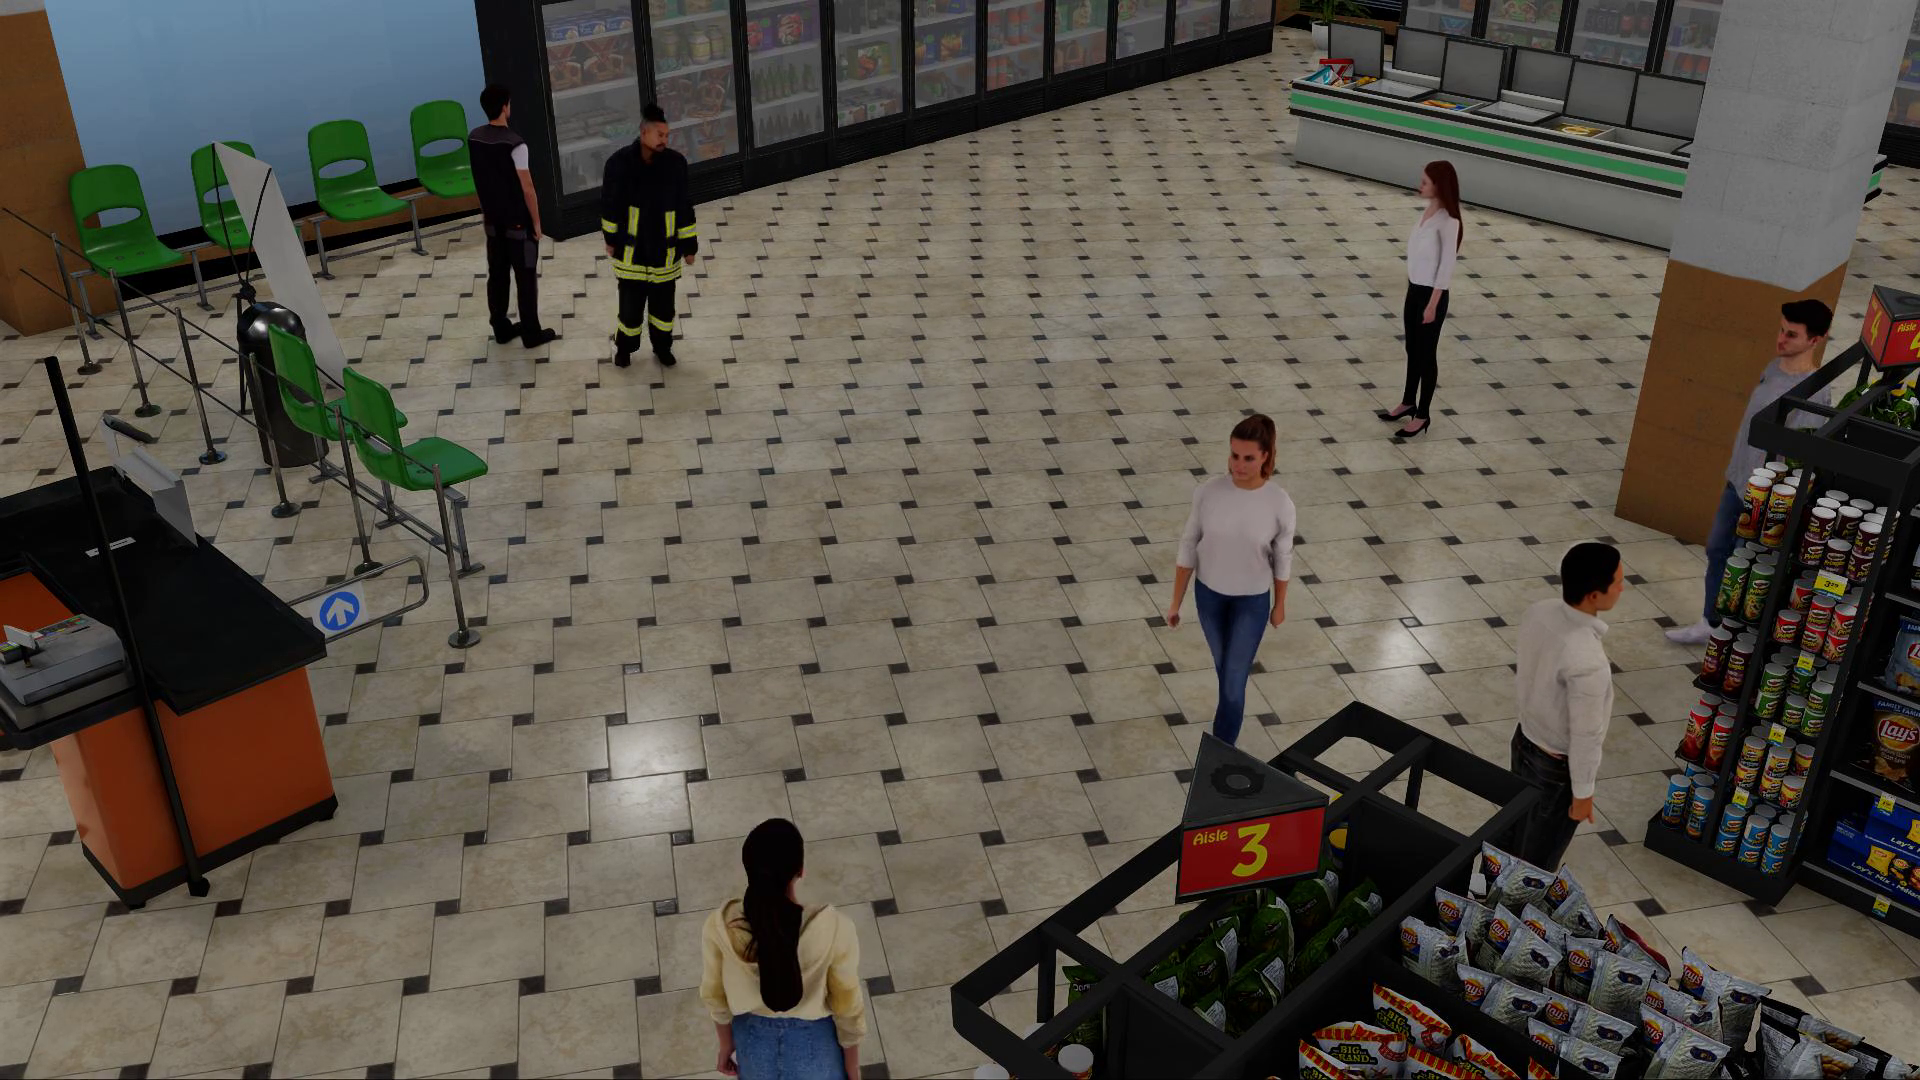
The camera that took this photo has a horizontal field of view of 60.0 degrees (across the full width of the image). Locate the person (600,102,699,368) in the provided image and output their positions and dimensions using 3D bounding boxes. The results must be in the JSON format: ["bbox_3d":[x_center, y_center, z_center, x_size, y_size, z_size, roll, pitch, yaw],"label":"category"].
[{"bbox_3d":[-2.145,-2.061,11.296,0.913,1.840,0.910,-1,29,-2],"label":"person"}]

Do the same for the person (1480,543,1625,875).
[{"bbox_3d":[2.148,0.807,6.075,0.807,1.811,0.719,-3,29,-5],"label":"person"}]

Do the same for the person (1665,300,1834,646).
[{"bbox_3d":[3.930,-0.244,7.937,1.042,1.871,0.997,0,29,-1],"label":"person"}]

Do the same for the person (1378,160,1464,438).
[{"bbox_3d":[2.901,-1.494,10.340,0.721,1.762,0.639,-2,29,-5],"label":"person"}]

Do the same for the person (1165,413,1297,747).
[{"bbox_3d":[1.211,0.237,7.258,1.084,1.676,0.858,16,33,27],"label":"person"}]

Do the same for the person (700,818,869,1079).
[{"bbox_3d":[-0.515,1.556,4.902,0.870,1.620,0.929,0,29,0],"label":"person"}]

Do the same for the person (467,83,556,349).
[{"bbox_3d":[-3.174,-2.260,11.654,0.651,1.846,0.790,12,31,20],"label":"person"}]
